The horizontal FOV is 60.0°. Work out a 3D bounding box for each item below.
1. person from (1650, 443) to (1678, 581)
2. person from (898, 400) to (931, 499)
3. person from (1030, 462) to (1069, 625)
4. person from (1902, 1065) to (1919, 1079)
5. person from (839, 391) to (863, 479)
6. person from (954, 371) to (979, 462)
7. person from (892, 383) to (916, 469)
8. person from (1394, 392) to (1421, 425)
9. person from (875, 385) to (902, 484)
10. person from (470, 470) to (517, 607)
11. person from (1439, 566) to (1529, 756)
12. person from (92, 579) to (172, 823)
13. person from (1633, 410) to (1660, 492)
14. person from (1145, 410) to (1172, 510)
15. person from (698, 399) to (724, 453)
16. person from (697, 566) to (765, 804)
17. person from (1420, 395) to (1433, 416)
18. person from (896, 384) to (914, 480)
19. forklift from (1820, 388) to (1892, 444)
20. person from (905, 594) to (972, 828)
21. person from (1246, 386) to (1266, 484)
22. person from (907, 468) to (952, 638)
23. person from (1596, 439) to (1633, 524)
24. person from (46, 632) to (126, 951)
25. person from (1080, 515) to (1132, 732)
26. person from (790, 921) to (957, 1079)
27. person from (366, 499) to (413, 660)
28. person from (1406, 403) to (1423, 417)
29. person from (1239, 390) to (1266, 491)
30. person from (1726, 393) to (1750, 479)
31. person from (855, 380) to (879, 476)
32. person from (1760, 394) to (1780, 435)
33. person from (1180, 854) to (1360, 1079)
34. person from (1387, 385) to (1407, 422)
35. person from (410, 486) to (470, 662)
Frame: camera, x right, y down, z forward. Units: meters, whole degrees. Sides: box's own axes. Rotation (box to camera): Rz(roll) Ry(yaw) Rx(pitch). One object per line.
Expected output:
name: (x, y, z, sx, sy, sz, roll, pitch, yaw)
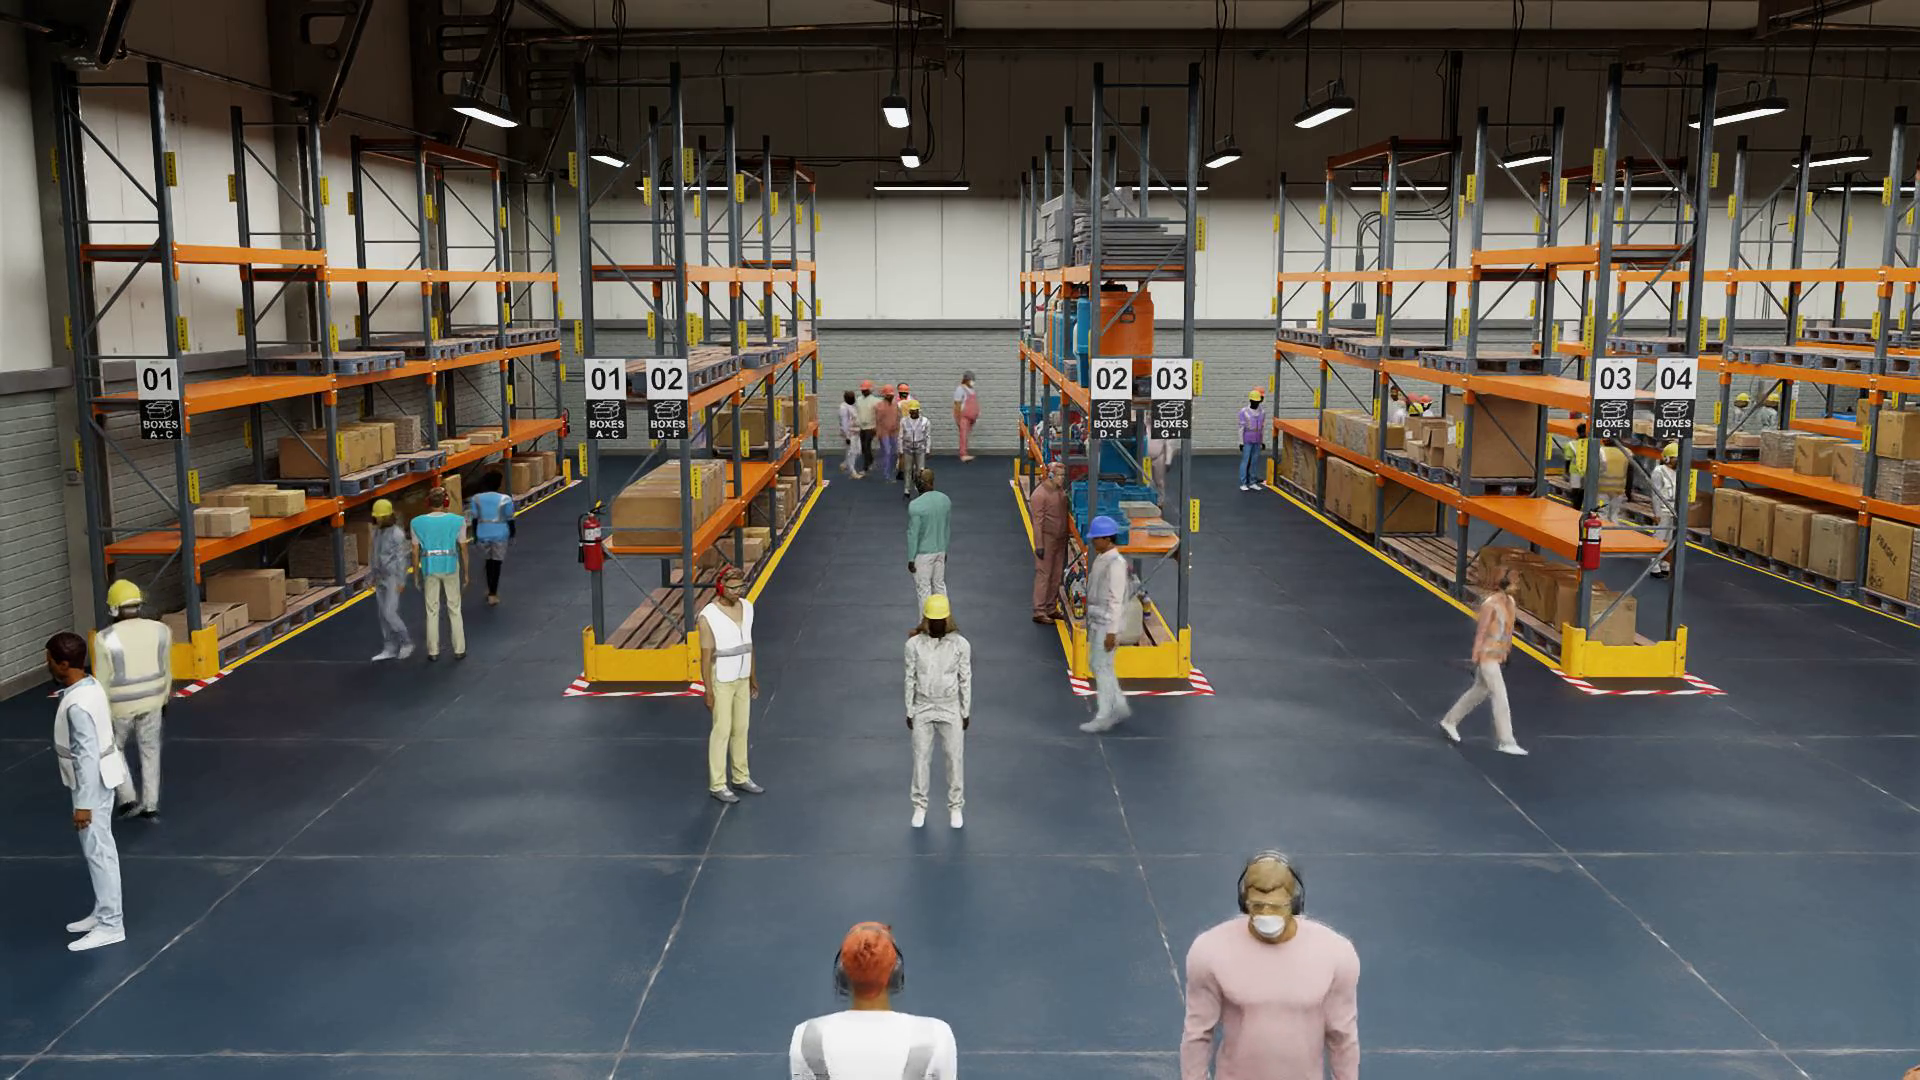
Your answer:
person: (9.484, -0.381, 22.257, 0.588, 1.834, 0.403, -6, 11, -35)
person: (-0.833, -1.649, 30.418, 0.600, 1.832, 0.404, 1, 9, 3)
person: (1.079, 0.029, 19.439, 0.401, 1.899, 0.647, 6, 11, 34)
person: (2.972, 2.390, 5.107, 0.285, 1.626, 0.496, 5, 10, 27)
person: (-2.207, -2.106, 33.440, 0.468, 1.809, 0.660, 2, 9, 15)
person: (0.161, -2.757, 36.879, 0.561, 2.000, 0.727, 6, 11, 35)
person: (-1.215, -2.424, 35.387, 0.624, 1.841, 0.430, 2, 9, 14)
person: (8.475, -1.862, 31.575, 0.574, 1.902, 0.539, 0, 9, -1)
person: (-1.394, -2.079, 32.768, 0.655, 1.963, 0.429, -8, 12, -41)
person: (-5.724, -0.040, 20.564, 0.546, 1.663, 0.691, 1, 9, 6)
person: (4.472, 0.992, 14.184, 0.809, 1.597, 0.540, 7, 11, 38)
person: (-6.079, 1.189, 12.216, 0.464, 1.814, 0.609, 7, 11, 37)
person: (12.957, -1.744, 31.095, 0.536, 1.818, 1.001, 0, 9, -1)
person: (3.308, -1.359, 28.486, 0.661, 1.862, 0.985, 2, 9, 15)
person: (-4.527, -1.767, 31.026, 0.651, 1.878, 1.032, 0, 9, 1)
person: (-1.788, 1.096, 12.771, 0.393, 1.832, 0.574, 5, 10, 32)
person: (9.165, -1.983, 32.815, 0.327, 1.753, 0.560, 3, 9, 20)
person: (-1.131, -2.168, 33.424, 0.545, 1.938, 0.361, -5, 10, -31)
forklift: (20.072, -3.110, 36.462, 1.873, 2.768, 1.129, 0, 9, 0)
person: (-0.162, 1.246, 12.119, 0.486, 1.736, 0.319, 1, 9, 4)
person: (5.836, -2.066, 32.793, 0.388, 1.930, 0.547, 6, 11, 35)
person: (-0.355, 0.159, 18.499, 0.377, 1.929, 0.633, 8, 12, 41)
person: (9.518, -0.721, 24.454, 0.658, 1.826, 0.481, 0, 9, -2)
person: (-5.225, 1.488, 9.977, 0.399, 1.916, 0.590, -4, 10, -25)
person: (1.294, 0.740, 14.716, 0.443, 1.942, 0.618, -2, 9, -10)
person: (-0.292, 2.205, 5.593, 0.576, 1.852, 0.894, 2, 9, 12)
person: (-6.018, 0.422, 17.440, 0.517, 1.732, 0.333, 6, 11, 36)
person: (7.778, -1.373, 28.357, 0.383, 1.922, 0.587, 1, 9, 5)
person: (5.587, -1.898, 31.723, 0.593, 1.922, 0.383, -4, 10, -26)
person: (15.781, -2.107, 33.692, 0.344, 1.735, 0.483, 5, 10, 29)
person: (-1.926, -2.326, 34.320, 0.642, 1.973, 0.704, 6, 11, 34)
person: (16.355, -2.092, 33.595, 0.324, 1.732, 0.494, 0, 9, -3)
person: (1.131, 2.083, 6.123, 0.654, 1.922, 0.441, 2, 9, 10)
person: (8.981, -2.270, 34.354, 0.332, 1.859, 0.510, -7, 11, -39)
person: (-5.446, 0.361, 17.450, 0.570, 1.843, 0.372, -3, 9, -16)
